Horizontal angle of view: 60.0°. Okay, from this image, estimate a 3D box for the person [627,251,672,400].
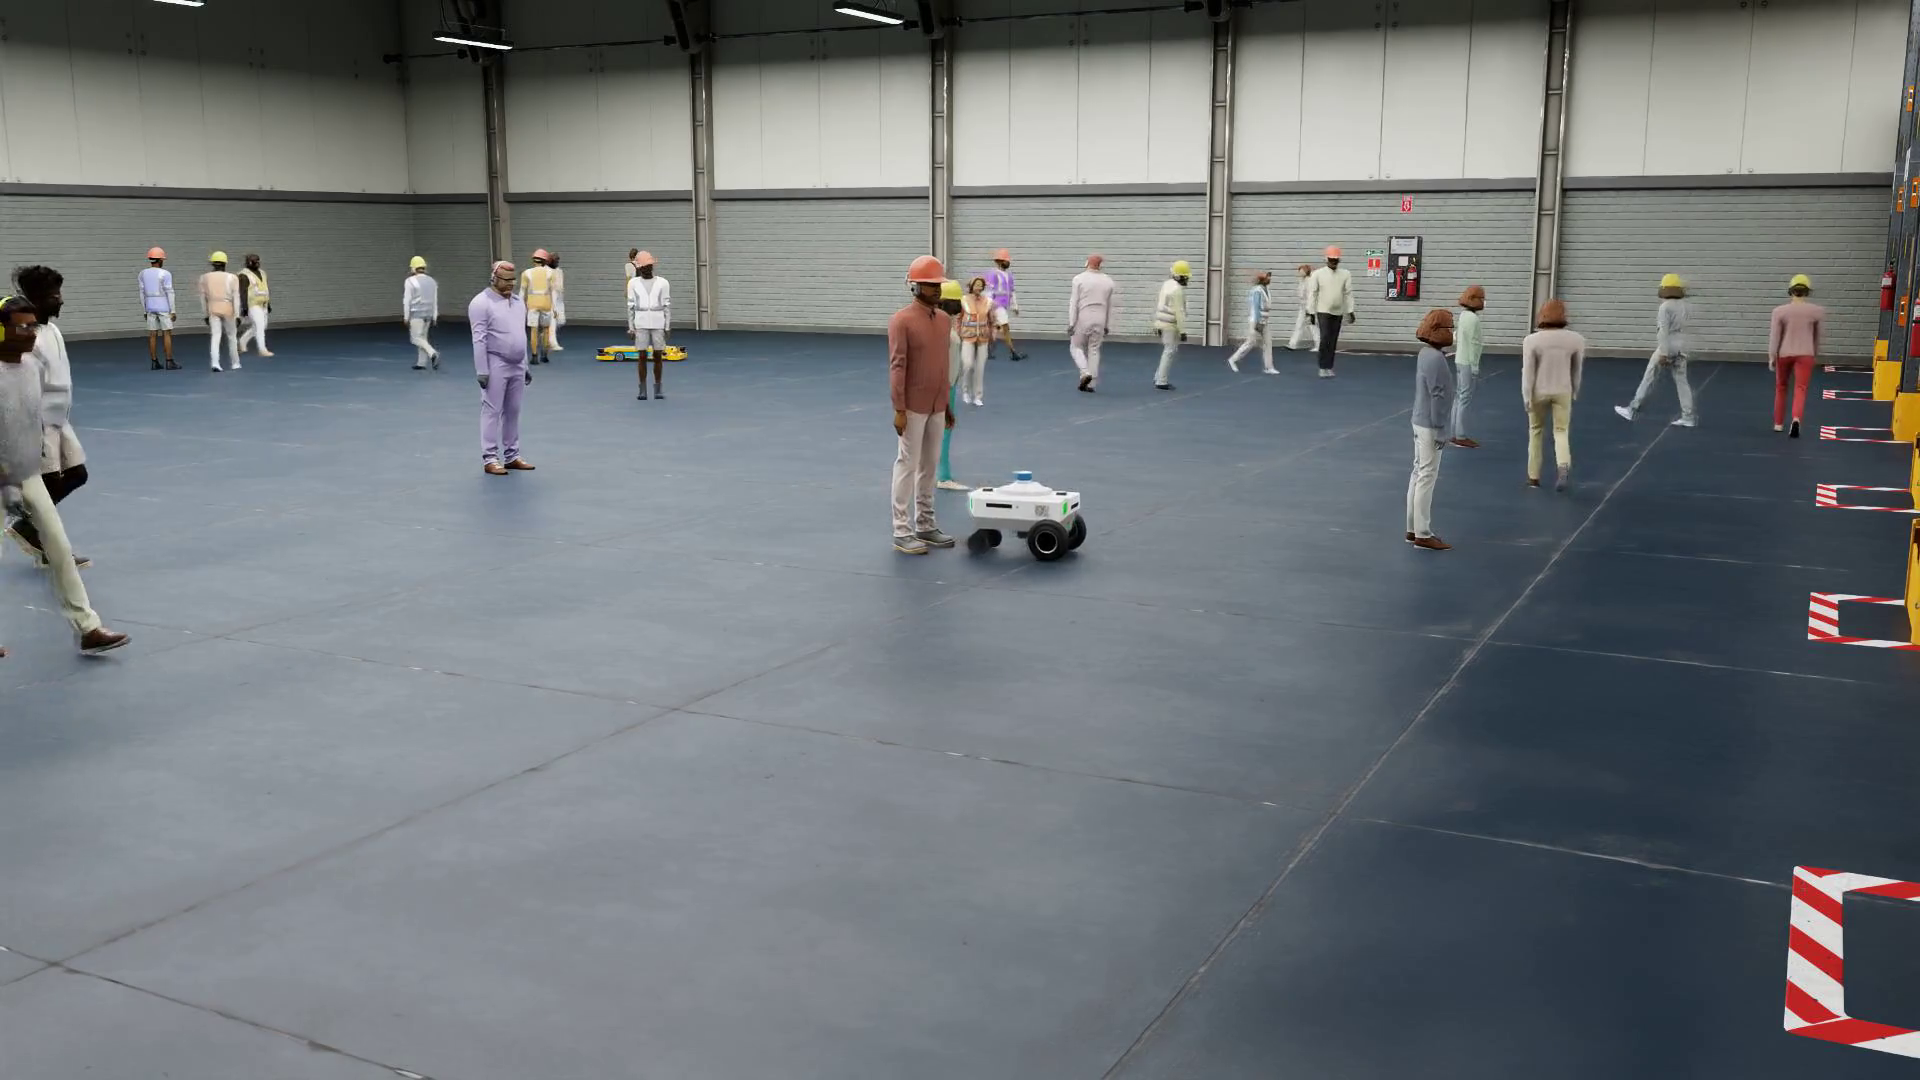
[{"bbox_3d":[-4.036,-2.776,21.625,0.569,1.918,0.409,-1,10,-8],"label":"person"}]

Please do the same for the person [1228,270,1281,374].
[{"bbox_3d":[4.551,-3.365,25.674,0.769,1.612,0.526,6,12,30],"label":"person"}]

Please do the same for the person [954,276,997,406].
[{"bbox_3d":[0.201,-2.475,20.736,0.543,1.623,0.373,-3,11,-16],"label":"person"}]

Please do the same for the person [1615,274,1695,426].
[{"bbox_3d":[7.945,-2.148,18.804,0.492,1.686,0.924,-6,12,-31],"label":"person"}]

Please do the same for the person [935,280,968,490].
[{"bbox_3d":[-0.123,-1.297,13.996,0.370,1.776,0.530,1,10,4],"label":"person"}]

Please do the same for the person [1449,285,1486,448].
[{"bbox_3d":[5.147,-1.755,16.814,0.266,1.631,0.507,1,10,4],"label":"person"}]

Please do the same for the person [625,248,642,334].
[{"bbox_3d":[-7.047,-5.405,36.142,0.508,1.846,0.345,-9,14,-42],"label":"person"}]

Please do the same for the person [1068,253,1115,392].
[{"bbox_3d":[1.761,-2.949,22.636,0.678,1.885,0.419,-4,11,-22],"label":"person"}]

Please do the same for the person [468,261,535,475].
[{"bbox_3d":[-4.085,-1.545,14.948,0.399,1.900,0.643,5,12,27],"label":"person"}]

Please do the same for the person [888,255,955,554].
[{"bbox_3d":[-0.237,-0.914,11.240,0.395,1.993,0.614,8,13,36],"label":"person"}]

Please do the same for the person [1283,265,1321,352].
[{"bbox_3d":[6.316,-4.223,30.373,0.840,1.585,0.532,-2,11,-12],"label":"person"}]

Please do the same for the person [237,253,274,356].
[{"bbox_3d":[-12.503,-4.154,29.388,0.715,1.823,0.628,2,11,11],"label":"person"}]

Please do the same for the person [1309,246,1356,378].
[{"bbox_3d":[5.608,-3.413,24.958,0.637,1.964,0.797,-2,11,-9],"label":"person"}]

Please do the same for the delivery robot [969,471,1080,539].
[{"bbox_3d":[0.428,-0.218,11.120,0.707,0.478,0.477,4,11,20],"label":"delivery robot"}]

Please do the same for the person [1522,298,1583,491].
[{"bbox_3d":[4.934,-1.202,13.860,0.500,1.610,0.652,2,11,9],"label":"person"}]

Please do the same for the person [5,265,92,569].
[{"bbox_3d":[-5.860,-0.767,10.579,0.473,1.948,0.612,-1,10,-5],"label":"person"}]

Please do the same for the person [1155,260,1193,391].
[{"bbox_3d":[2.916,-2.911,22.700,0.493,1.788,0.628,-1,10,-6],"label":"person"}]

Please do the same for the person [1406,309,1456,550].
[{"bbox_3d":[3.231,-0.757,11.369,0.280,1.634,0.498,1,10,4],"label":"person"}]

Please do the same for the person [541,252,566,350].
[{"bbox_3d":[-7.624,-4.441,30.951,0.545,1.822,0.623,6,12,30],"label":"person"}]

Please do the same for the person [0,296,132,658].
[{"bbox_3d":[-4.661,-0.286,8.292,0.988,1.825,0.495,4,11,20],"label":"person"}]

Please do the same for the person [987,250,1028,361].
[{"bbox_3d":[0.735,-4.002,28.395,1.017,1.882,0.566,8,13,36],"label":"person"}]

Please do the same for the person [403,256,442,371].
[{"bbox_3d":[-8.369,-3.516,25.934,0.694,1.808,0.598,5,12,27],"label":"person"}]

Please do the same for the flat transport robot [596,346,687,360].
[{"bbox_3d":[-5.432,-3.198,28.403,1.431,0.197,0.652,0,10,1],"label":"flat transport robot"}]

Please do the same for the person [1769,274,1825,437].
[{"bbox_3d":[8.899,-1.970,17.734,0.509,1.726,0.877,5,12,26],"label":"person"}]

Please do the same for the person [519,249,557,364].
[{"bbox_3d":[-7.051,-3.873,27.683,0.676,1.891,0.748,-3,11,-16],"label":"person"}]

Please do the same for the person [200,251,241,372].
[{"bbox_3d":[-11.620,-3.588,26.142,0.601,1.885,0.971,-1,10,-8],"label":"person"}]

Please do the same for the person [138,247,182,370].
[{"bbox_3d":[-12.696,-3.663,26.386,0.549,1.936,0.377,1,10,8],"label":"person"}]
